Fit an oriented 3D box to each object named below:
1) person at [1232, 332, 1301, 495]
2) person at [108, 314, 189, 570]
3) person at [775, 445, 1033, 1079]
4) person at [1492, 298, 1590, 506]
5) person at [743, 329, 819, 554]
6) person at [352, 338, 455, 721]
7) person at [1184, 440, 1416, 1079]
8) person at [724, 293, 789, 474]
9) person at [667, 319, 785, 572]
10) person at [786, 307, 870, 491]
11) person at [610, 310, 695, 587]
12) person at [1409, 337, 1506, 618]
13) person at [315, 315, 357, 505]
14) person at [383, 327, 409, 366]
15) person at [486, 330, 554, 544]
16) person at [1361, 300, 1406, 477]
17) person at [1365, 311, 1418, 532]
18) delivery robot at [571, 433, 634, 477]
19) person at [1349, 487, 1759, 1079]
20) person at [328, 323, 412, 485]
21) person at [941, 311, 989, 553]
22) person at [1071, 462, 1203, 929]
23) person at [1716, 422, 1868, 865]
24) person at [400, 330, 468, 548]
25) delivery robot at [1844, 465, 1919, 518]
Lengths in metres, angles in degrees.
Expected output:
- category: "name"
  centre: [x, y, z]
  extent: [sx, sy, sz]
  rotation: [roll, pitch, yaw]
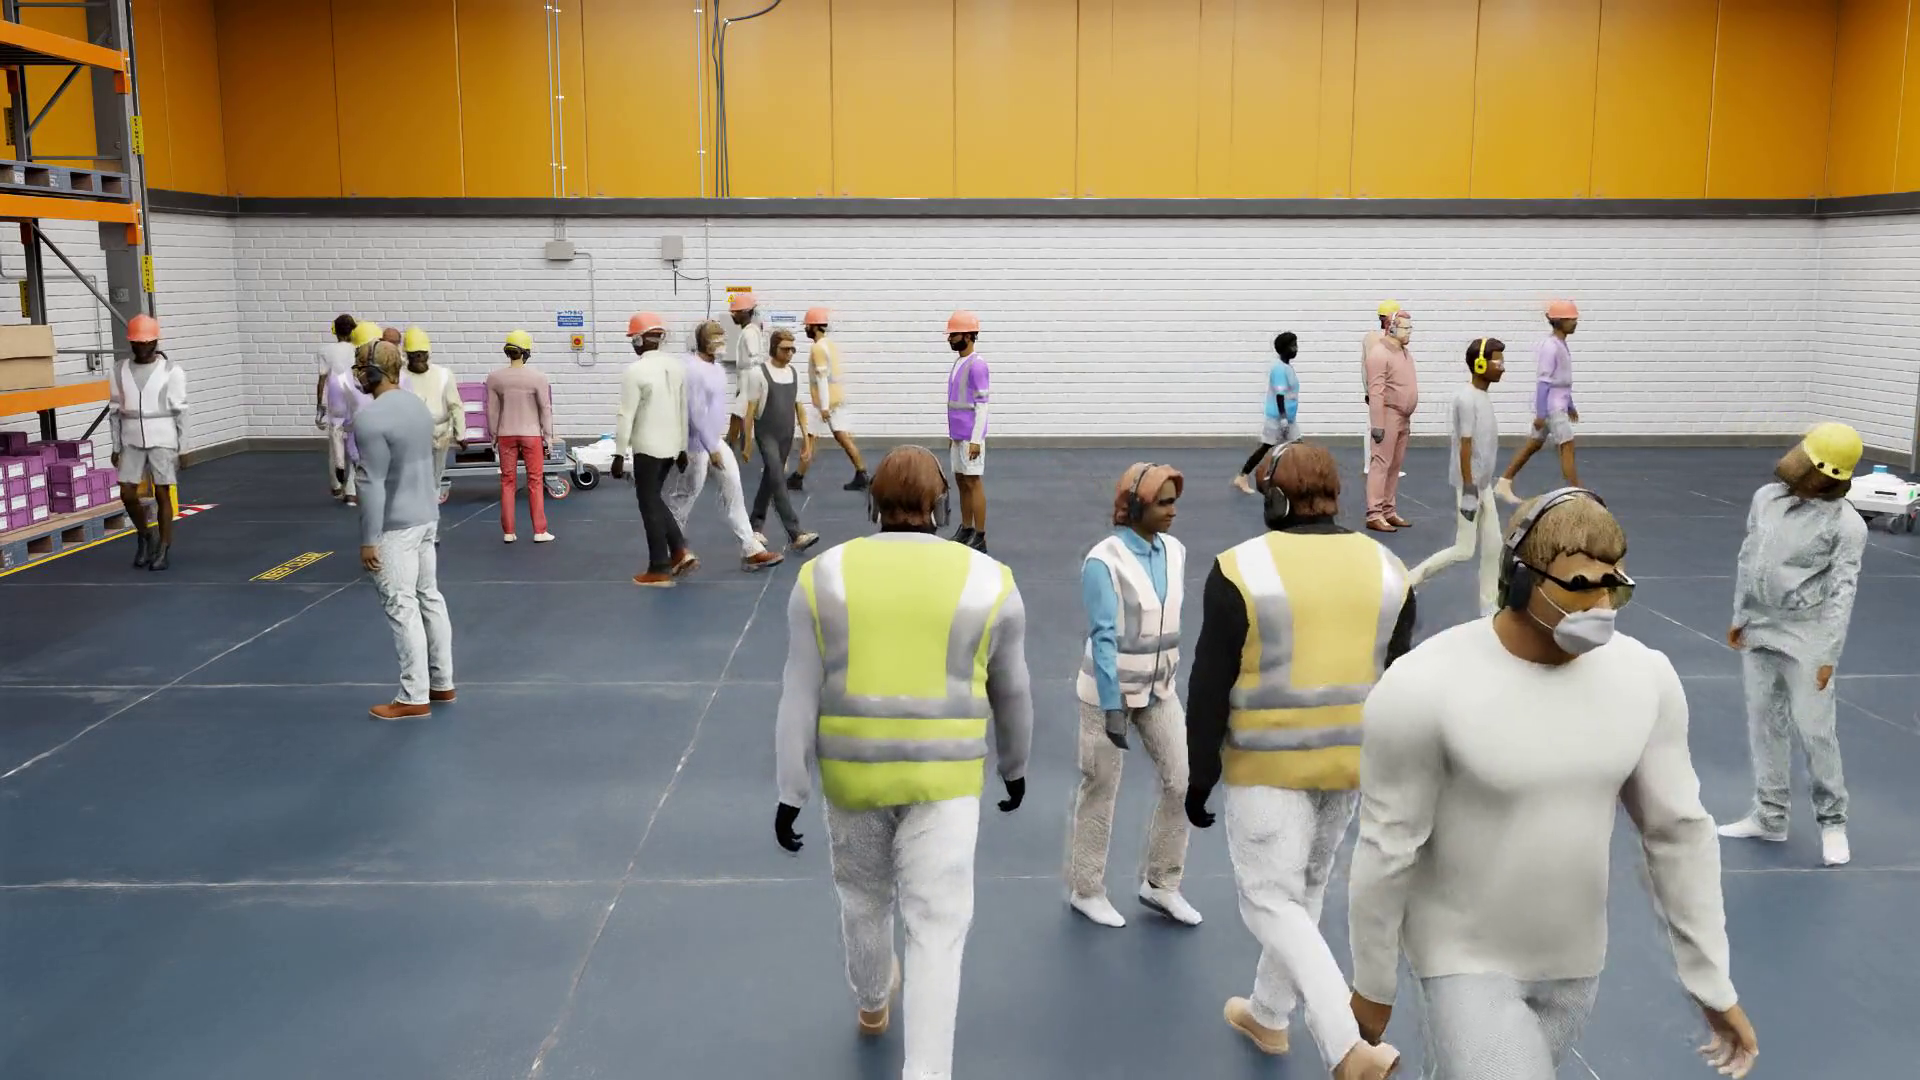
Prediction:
- category: "person"
  centre: [3.142, -1.239, 16.495]
  extent: [0.868, 1.665, 0.531]
  rotation: [4, 10, 26]
- category: "person"
  centre: [-6.083, -0.723, 12.484]
  extent: [0.580, 1.925, 0.390]
  rotation: [-2, 9, -10]
- category: "person"
  centre: [-0.136, 0.640, 4.563]
  extent: [0.668, 1.790, 0.950]
  rotation: [1, 9, 4]
- category: "person"
  centre: [5.550, -1.275, 15.691]
  extent: [1.055, 2.003, 0.605]
  rotation: [4, 10, 23]
- category: "person"
  centre: [-1.448, -0.797, 13.378]
  extent: [1.006, 1.780, 0.528]
  rotation: [9, 13, 44]
- category: "person"
  centre: [-2.846, -0.054, 8.423]
  extent: [0.392, 1.927, 0.645]
  rotation: [1, 9, 7]
- category: "person"
  centre: [0.965, 0.643, 4.523]
  extent: [0.637, 1.809, 0.817]
  rotation: [-3, 10, -19]
- category: "person"
  centre: [-2.381, -1.693, 18.252]
  extent: [1.088, 1.986, 0.644]
  rotation: [0, 9, -2]
- category: "person"
  centre: [-1.797, -0.676, 12.308]
  extent: [1.011, 1.882, 0.635]
  rotation: [3, 10, 19]
- category: "person"
  centre: [-1.361, -1.427, 16.968]
  extent: [1.005, 1.887, 0.564]
  rotation: [2, 10, 14]
- category: "person"
  centre: [-2.210, -0.643, 11.860]
  extent: [0.431, 1.972, 0.622]
  rotation: [4, 10, 22]
- category: "person"
  centre: [3.148, -0.337, 10.363]
  extent: [0.782, 1.848, 0.524]
  rotation: [6, 11, 33]
- category: "person"
  centre: [-6.004, -1.270, 16.178]
  extent: [0.545, 1.818, 0.924]
  rotation: [-4, 10, -23]
- category: "person"
  centre: [-6.430, -1.601, 18.874]
  extent: [0.527, 1.626, 0.560]
  rotation: [-1, 9, -9]
- category: "person"
  centre: [-3.630, -0.849, 13.759]
  extent: [0.533, 1.767, 0.326]
  rotation: [0, 9, 2]
- category: "person"
  centre: [4.636, -1.649, 18.168]
  extent: [0.368, 1.928, 0.585]
  rotation: [-6, 11, -31]
- category: "person"
  centre: [3.763, -1.030, 14.442]
  extent: [0.407, 1.904, 0.654]
  rotation: [7, 12, 36]
- category: "delivery robot"
  centre: [-3.661, -0.862, 17.255]
  extent: [0.707, 0.478, 0.477]
  rotation: [-3, 10, -16]
- category: "person"
  centre: [1.082, 0.827, 3.154]
  extent: [0.652, 1.876, 1.050]
  rotation: [-3, 10, -18]
- category: "person"
  centre: [-4.217, -0.630, 12.075]
  extent: [0.610, 1.872, 0.992]
  rotation: [-7, 12, -37]
- category: "person"
  centre: [0.030, -0.849, 13.229]
  extent: [0.356, 1.936, 0.551]
  rotation: [-3, 10, -20]
- category: "person"
  centre: [0.618, 0.549, 5.645]
  extent: [0.514, 1.620, 0.575]
  rotation: [-8, 12, -40]
- category: "person"
  centre: [3.243, 0.387, 6.416]
  extent: [0.361, 1.703, 0.590]
  rotation: [-3, 10, -19]
- category: "person"
  centre: [-4.374, -0.826, 13.599]
  extent: [0.587, 1.780, 0.961]
  rotation: [-6, 11, -31]
- category: "delivery robot"
  centre: [7.984, -0.405, 14.451]
  extent: [0.477, 0.478, 0.707]
  rotation: [-7, 12, -39]
